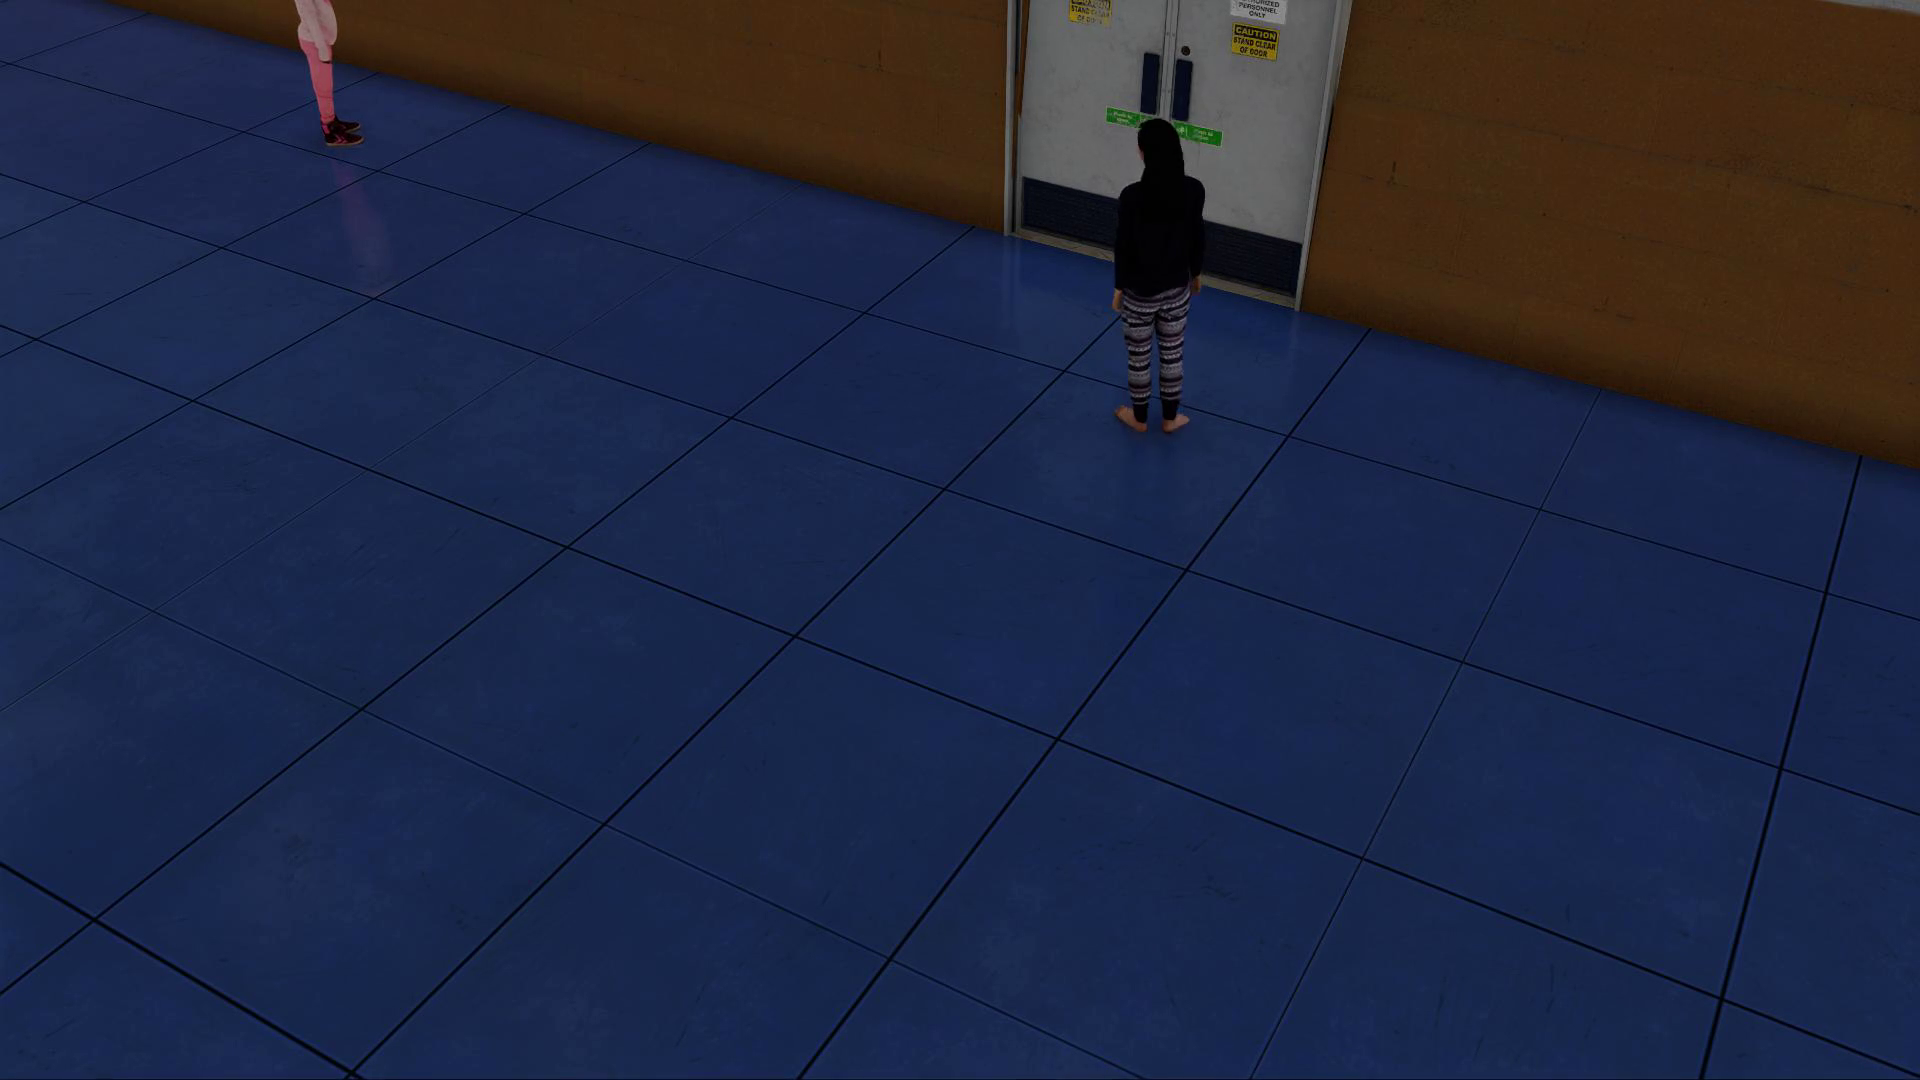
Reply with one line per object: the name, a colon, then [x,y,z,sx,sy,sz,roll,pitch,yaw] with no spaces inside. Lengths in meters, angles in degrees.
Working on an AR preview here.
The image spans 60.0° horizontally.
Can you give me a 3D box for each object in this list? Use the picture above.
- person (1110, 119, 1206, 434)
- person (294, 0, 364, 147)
person: [1.022,-1.292,8.375,0.720,1.727,0.774,-4,37,-5]
person: [-4.461,-3.471,11.506,0.667,1.454,0.620,-12,38,-15]
